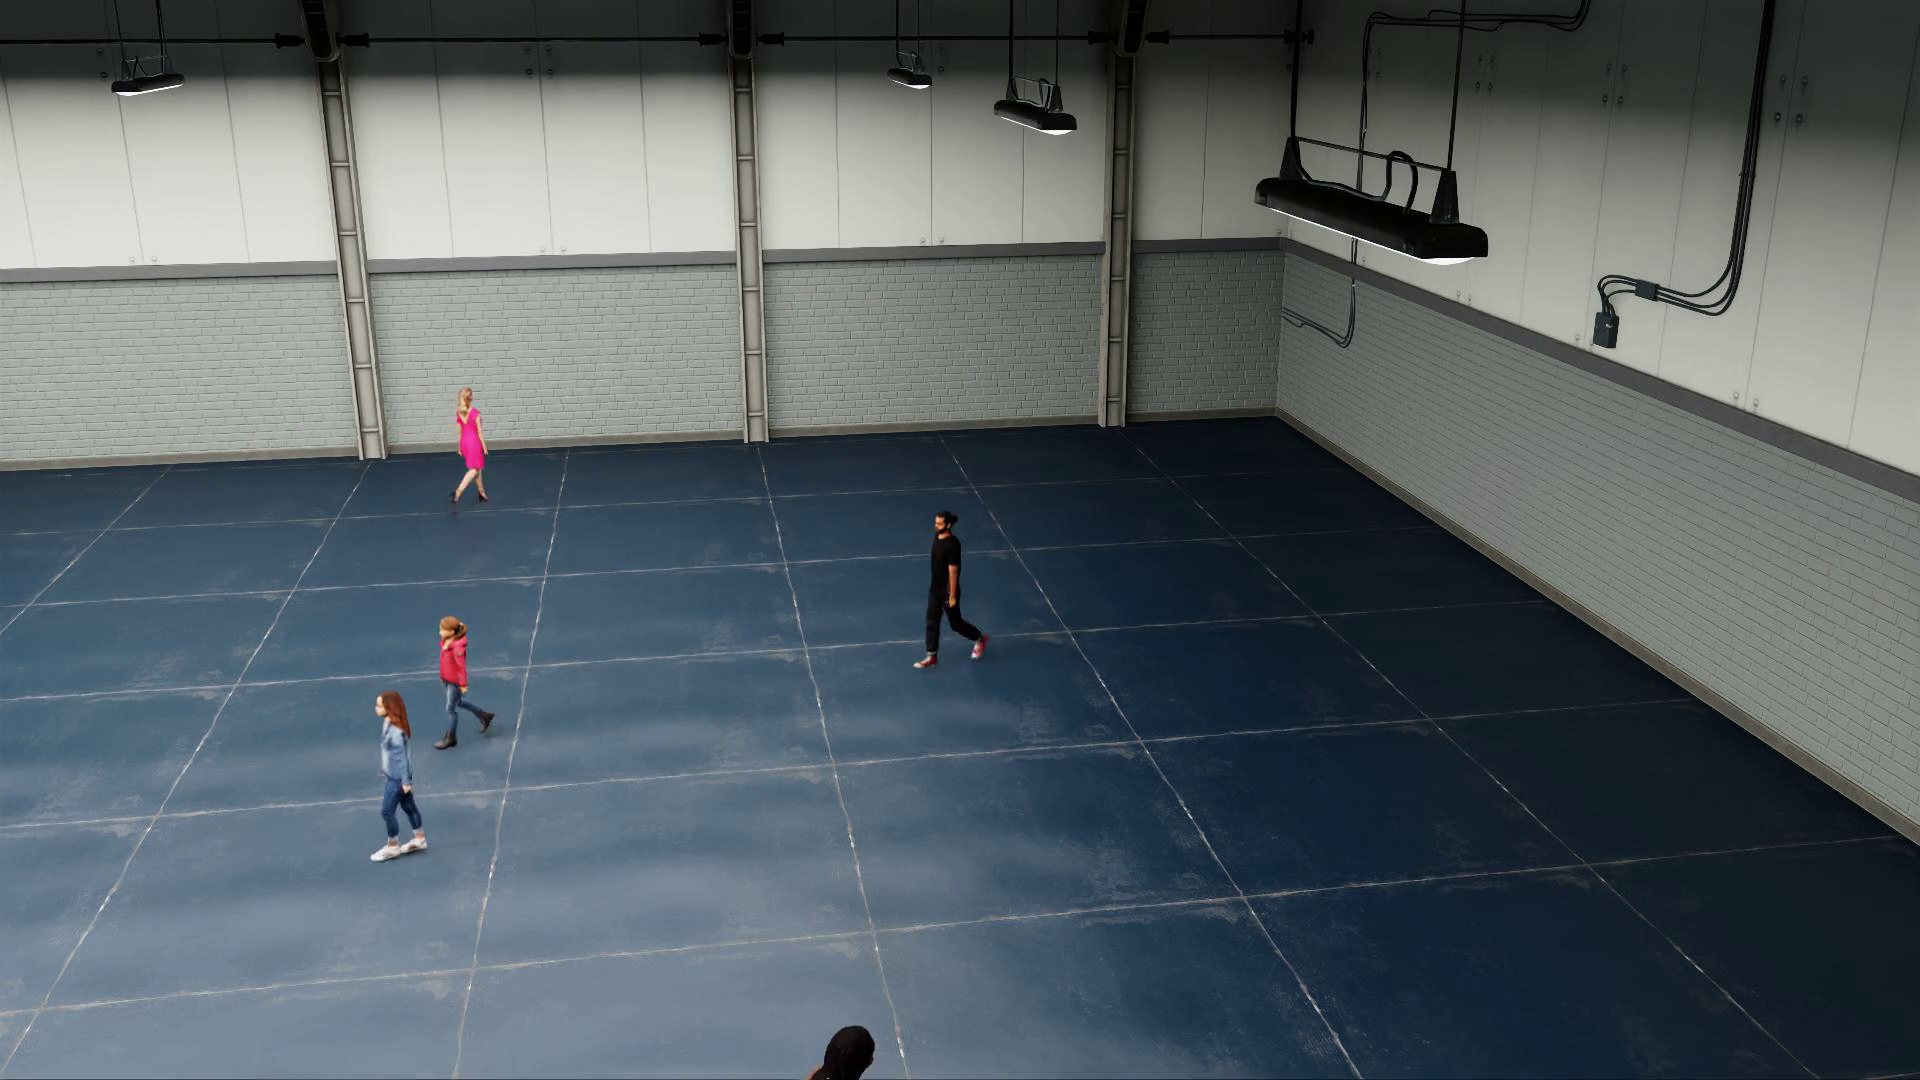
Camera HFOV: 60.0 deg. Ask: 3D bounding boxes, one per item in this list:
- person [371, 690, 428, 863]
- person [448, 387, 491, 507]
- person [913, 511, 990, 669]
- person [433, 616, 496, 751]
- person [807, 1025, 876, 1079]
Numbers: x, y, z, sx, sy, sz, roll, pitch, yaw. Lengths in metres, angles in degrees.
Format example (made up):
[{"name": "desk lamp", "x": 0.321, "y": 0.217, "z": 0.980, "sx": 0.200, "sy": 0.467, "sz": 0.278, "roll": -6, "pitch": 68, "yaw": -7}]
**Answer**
[{"name": "person", "x": -4.613, "y": 1.938, "z": 13.879, "sx": 0.775, "sy": 1.465, "sz": 0.698, "roll": -9, "pitch": 20, "yaw": -25}, {"name": "person", "x": -6.918, "y": -1.270, "z": 23.355, "sx": 0.979, "sy": 1.698, "sz": 1.030, "roll": 11, "pitch": 21, "yaw": 31}, {"name": "person", "x": -0.075, "y": 0.527, "z": 17.789, "sx": 1.196, "sy": 1.728, "sz": 0.883, "roll": -10, "pitch": 21, "yaw": -28}, {"name": "person", "x": -4.798, "y": 1.339, "z": 15.990, "sx": 0.938, "sy": 1.298, "sz": 0.745, "roll": -13, "pitch": 22, "yaw": -34}, {"name": "person", "x": -0.670, "y": 3.416, "z": 8.815, "sx": 0.884, "sy": 1.792, "sz": 0.921, "roll": 16, "pitch": 24, "yaw": 41}]
